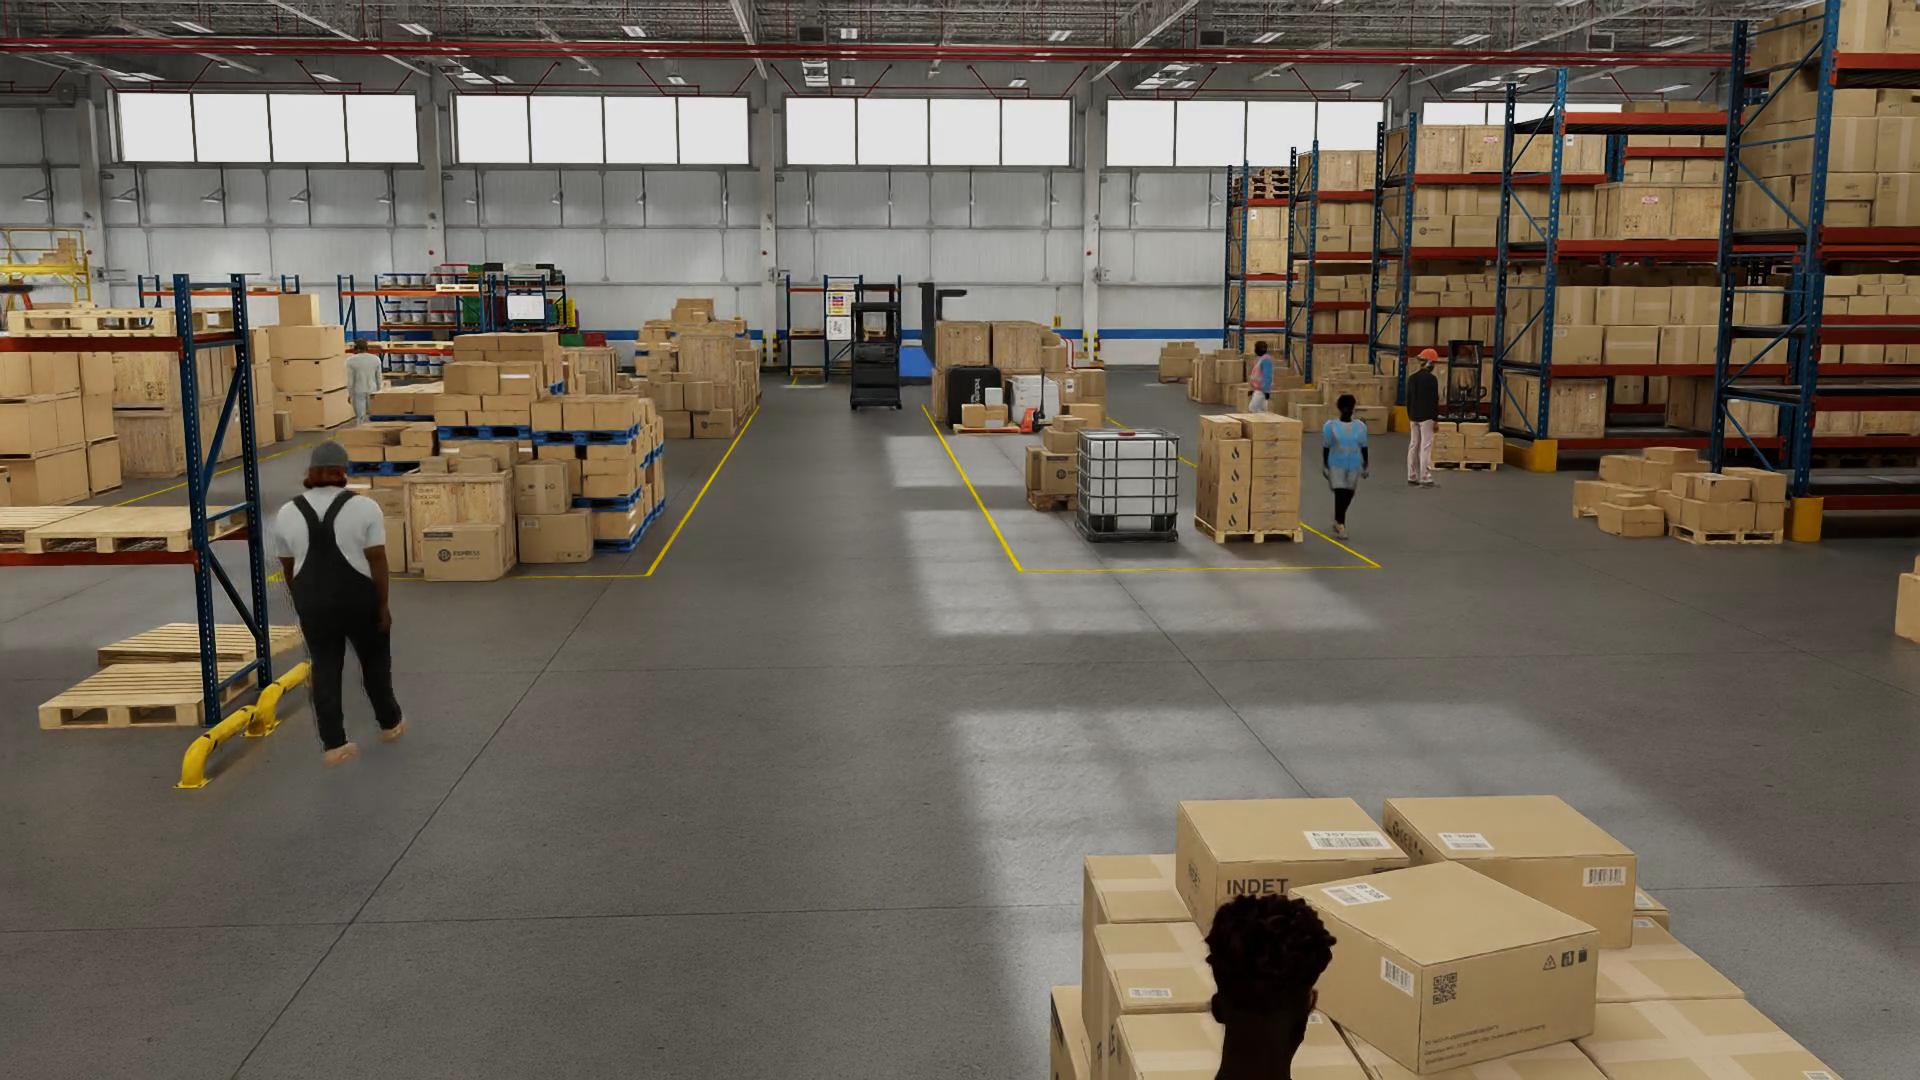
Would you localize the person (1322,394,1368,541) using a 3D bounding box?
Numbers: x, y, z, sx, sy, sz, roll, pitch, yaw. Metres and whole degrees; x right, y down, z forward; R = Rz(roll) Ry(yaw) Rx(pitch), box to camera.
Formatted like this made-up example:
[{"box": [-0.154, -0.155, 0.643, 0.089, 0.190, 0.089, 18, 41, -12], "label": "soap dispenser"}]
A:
[{"box": [4.441, -0.861, 19.243, 0.538, 1.670, 0.768, -1, 9, -8], "label": "person"}]

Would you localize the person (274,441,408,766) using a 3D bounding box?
[{"box": [-3.884, 0.345, 10.495, 0.699, 2.000, 0.931, 0, 9, -1], "label": "person"}]

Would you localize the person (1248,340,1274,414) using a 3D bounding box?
[{"box": [5.515, -2.783, 30.813, 0.564, 1.820, 0.629, 1, 9, 4], "label": "person"}]

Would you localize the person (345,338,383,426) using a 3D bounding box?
[{"box": [-10.373, -2.546, 28.964, 0.631, 1.940, 0.372, -7, 11, -37], "label": "person"}]

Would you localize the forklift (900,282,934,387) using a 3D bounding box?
[{"box": [-0.887, -5.560, 44.939, 1.873, 2.768, 1.129, -1, 9, -4], "label": "forklift"}]

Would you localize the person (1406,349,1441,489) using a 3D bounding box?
[{"box": [6.601, -1.722, 23.643, 0.390, 1.986, 0.609, -4, 10, -24], "label": "person"}]

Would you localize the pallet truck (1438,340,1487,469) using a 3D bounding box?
[{"box": [8.004, -2.170, 26.422, 0.823, 1.965, 1.885, 2, 9, 14], "label": "pallet truck"}]

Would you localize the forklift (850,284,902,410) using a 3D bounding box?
[{"box": [-1.922, -4.383, 37.550, 1.129, 2.768, 1.873, -1, 9, -5], "label": "forklift"}]

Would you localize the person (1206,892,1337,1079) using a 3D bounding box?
[{"box": [0.509, 1.589, 2.988, 0.618, 1.953, 0.396, 3, 9, 16], "label": "person"}]
